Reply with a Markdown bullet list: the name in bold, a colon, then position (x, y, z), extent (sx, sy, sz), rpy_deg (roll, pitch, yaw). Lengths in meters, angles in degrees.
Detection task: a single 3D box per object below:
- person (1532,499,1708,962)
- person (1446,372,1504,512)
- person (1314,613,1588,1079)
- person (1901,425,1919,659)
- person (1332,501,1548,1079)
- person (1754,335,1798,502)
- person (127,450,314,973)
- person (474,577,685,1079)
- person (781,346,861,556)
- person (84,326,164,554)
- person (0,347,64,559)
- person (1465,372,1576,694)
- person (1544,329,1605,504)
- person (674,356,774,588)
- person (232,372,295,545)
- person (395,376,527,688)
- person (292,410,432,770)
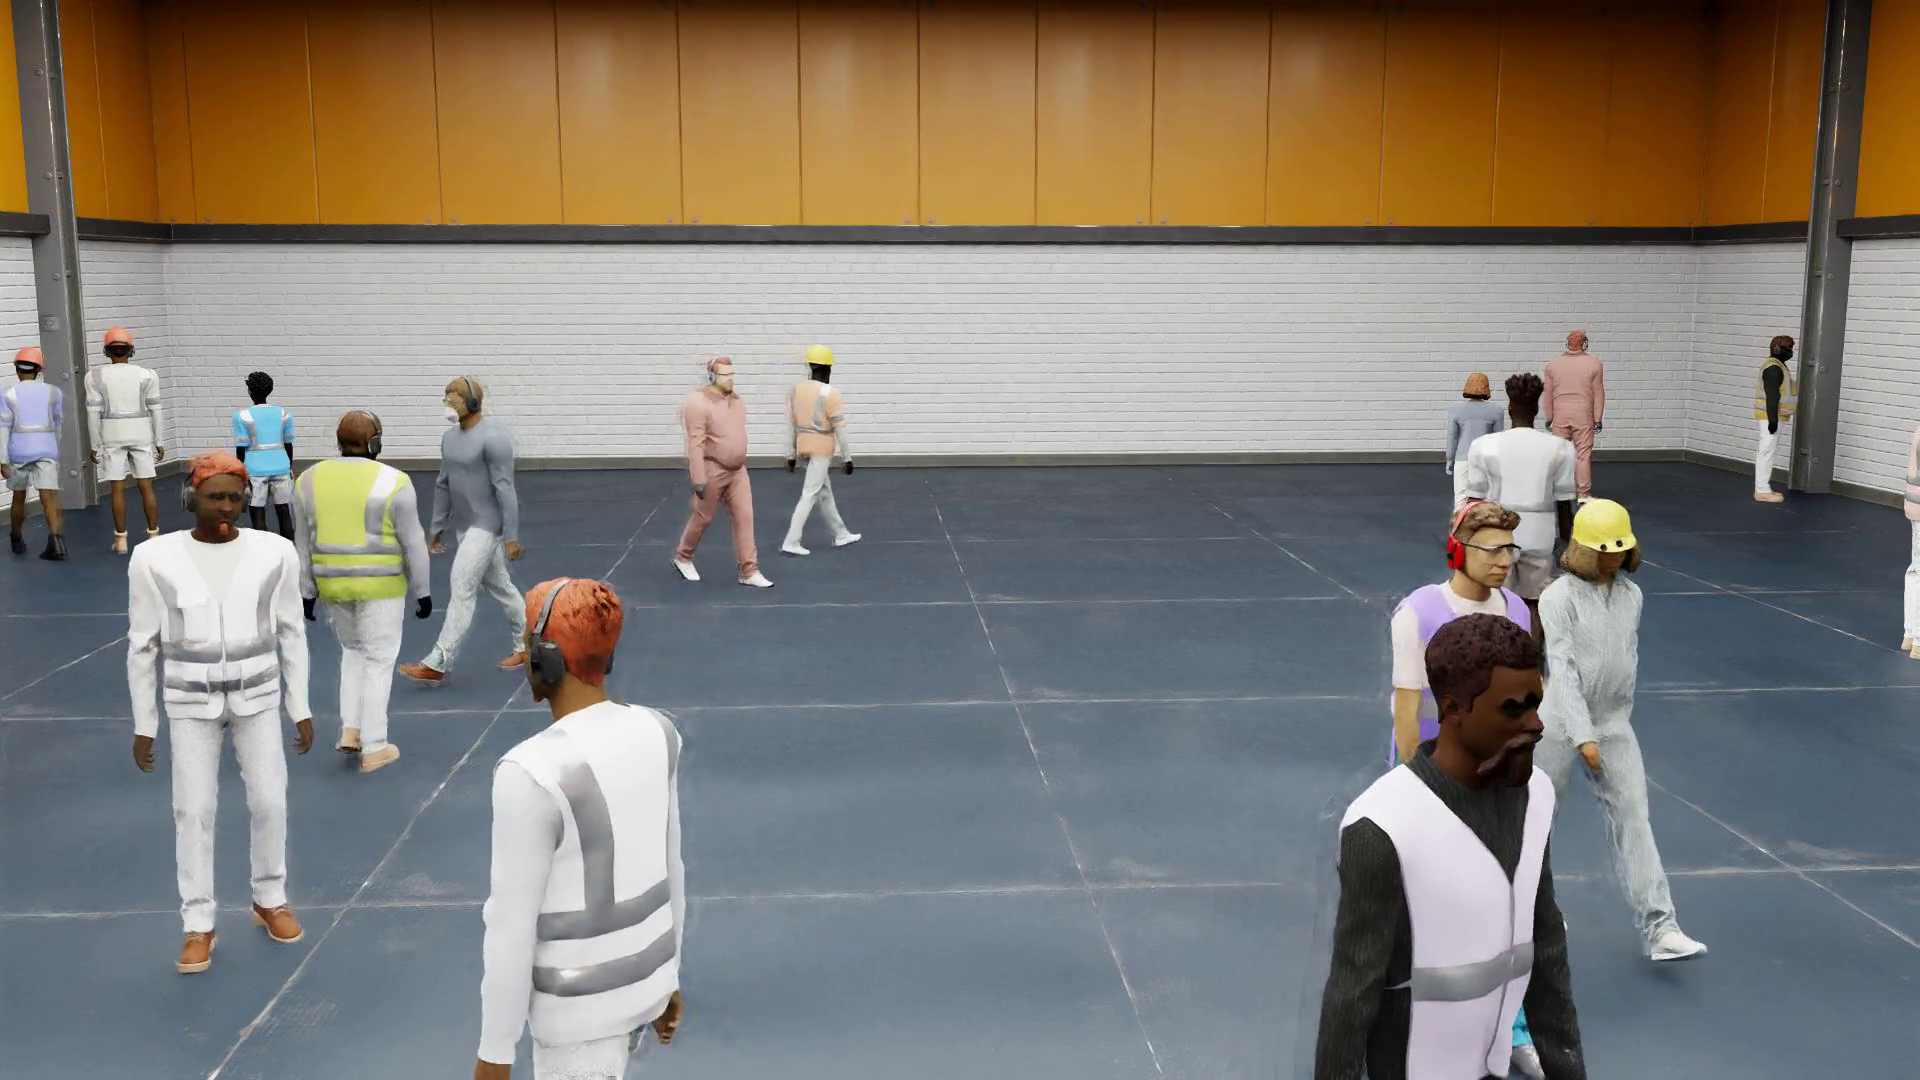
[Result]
- **person**: position (2.346, 0.697, 6.071), extent (0.485, 1.689, 0.903), rpy_deg (-3, 10, -19)
- **person**: position (4.630, -0.694, 14.989), extent (0.500, 1.633, 0.279), rpy_deg (2, 9, 14)
- **person**: position (0.989, 1.053, 3.296), extent (0.611, 1.865, 0.999), rpy_deg (-8, 12, -43)
- **person**: position (6.404, -0.137, 10.858), extent (0.430, 1.840, 0.622), rpy_deg (4, 10, 24)
- **person**: position (1.578, 0.753, 5.402), extent (0.566, 1.806, 0.965), rpy_deg (-4, 10, -24)
- **person**: position (9.040, -1.347, 18.451), extent (0.430, 1.840, 0.625), rpy_deg (5, 10, 27)
- **person**: position (-2.701, 0.609, 6.076), extent (0.620, 1.873, 0.419), rpy_deg (-5, 10, -29)
- **person**: position (-0.727, 1.004, 3.627), extent (0.795, 1.861, 0.589), rpy_deg (3, 10, 18)
- **person**: position (-1.260, -0.807, 14.960), extent (0.611, 1.873, 1.011), rpy_deg (9, 13, 43)
- **person**: position (-7.518, -0.897, 14.993), extent (0.614, 2.038, 0.396), rpy_deg (-6, 11, -32)
- **person**: position (-8.215, -0.764, 14.752), extent (0.555, 1.872, 0.956), rpy_deg (-7, 12, -38)
- **person**: position (3.214, 0.009, 9.597), extent (0.606, 1.951, 0.467), rpy_deg (1, 9, 9)
- **person**: position (6.736, -1.348, 18.240), extent (0.636, 1.911, 0.406), rpy_deg (6, 11, 34)
- **person**: position (-1.969, -0.559, 13.434), extent (0.979, 1.865, 0.657), rpy_deg (7, 11, 38)
- **person**: position (-5.847, -0.566, 13.992), extent (0.316, 1.696, 0.541), rpy_deg (7, 11, 38)
- **person**: position (-3.030, -0.061, 10.241), extent (1.035, 1.881, 0.655), rpy_deg (-8, 12, -43)
- **person**: position (-3.014, 0.251, 8.464), extent (0.660, 1.824, 0.485), rpy_deg (1, 9, 9)
